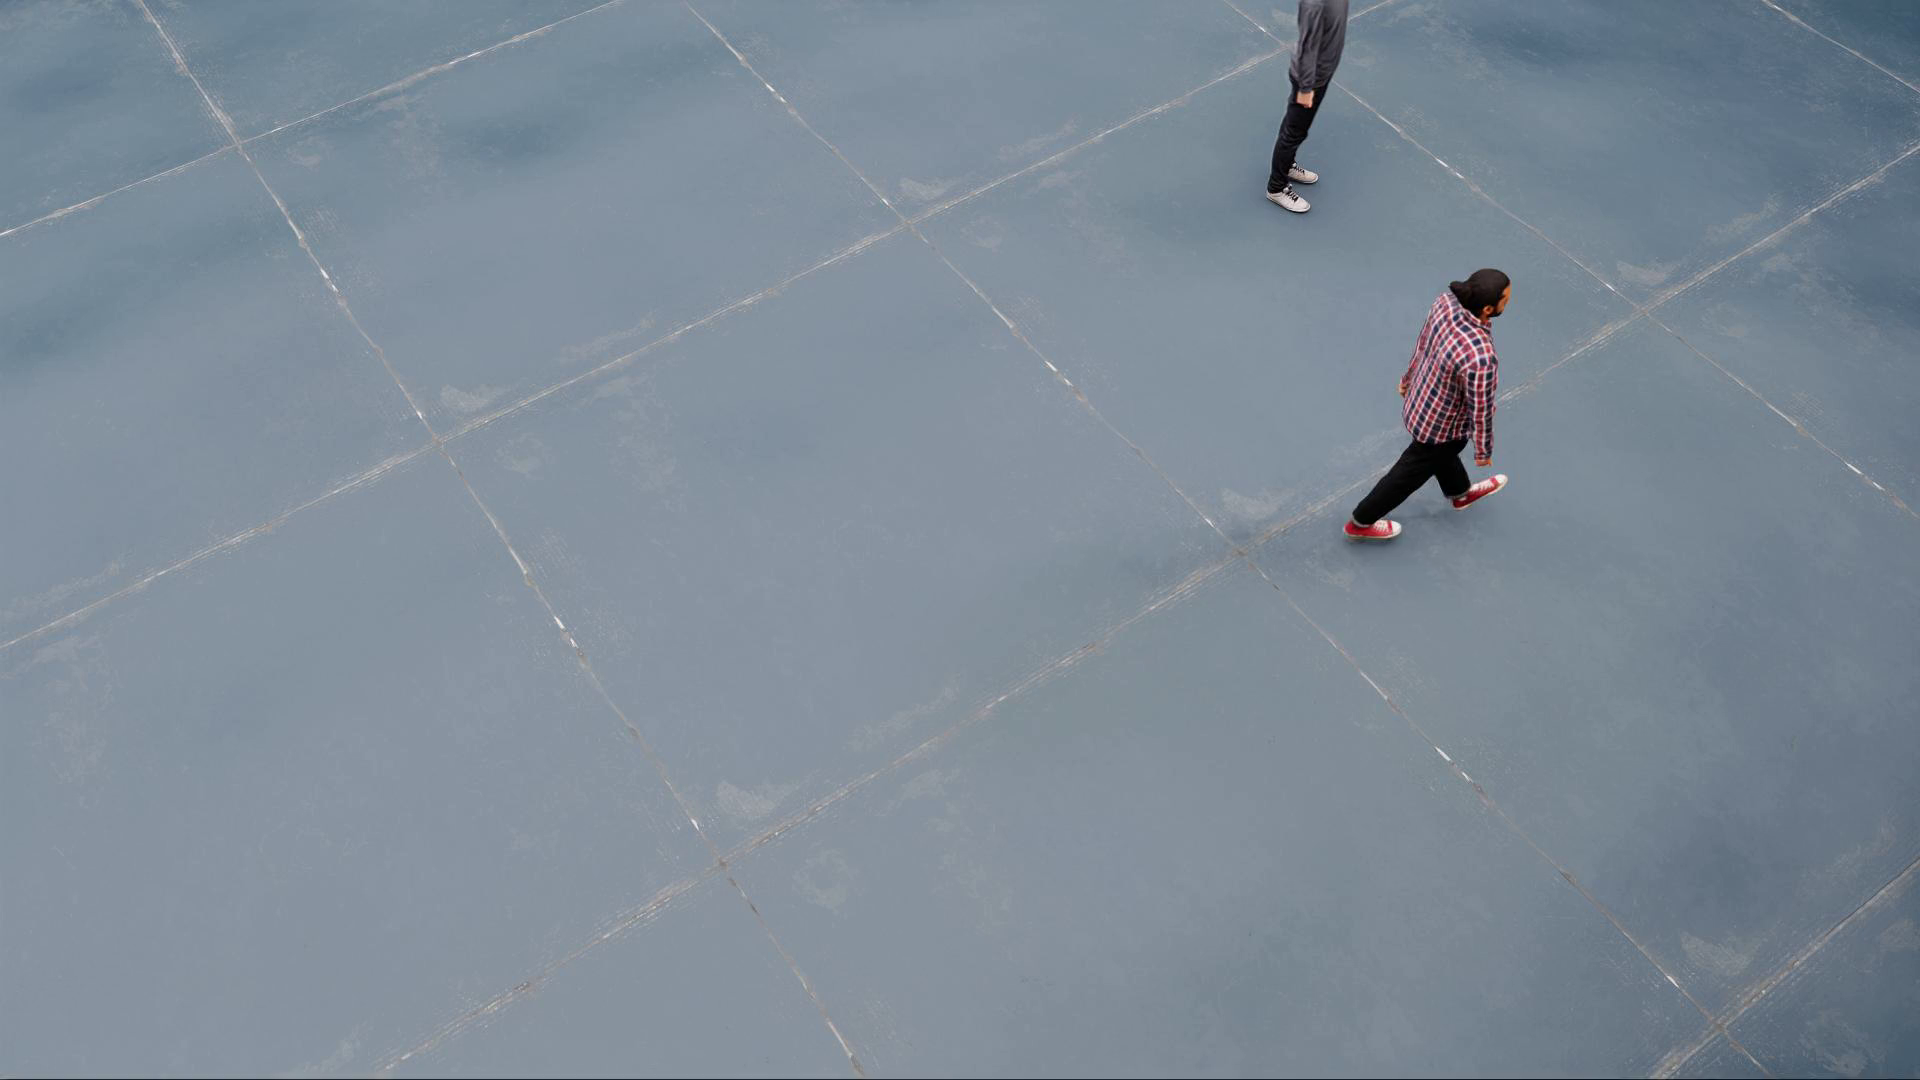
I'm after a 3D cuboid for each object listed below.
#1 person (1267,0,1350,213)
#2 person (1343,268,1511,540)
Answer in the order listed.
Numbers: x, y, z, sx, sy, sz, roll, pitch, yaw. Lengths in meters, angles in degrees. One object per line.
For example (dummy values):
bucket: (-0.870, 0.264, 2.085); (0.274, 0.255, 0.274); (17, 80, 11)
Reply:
person: (1.985, -2.673, 9.369); (0.715, 1.760, 0.695); (16, 54, 12)
person: (2.172, -0.580, 7.768); (1.099, 1.728, 1.164); (-6, 53, -5)
